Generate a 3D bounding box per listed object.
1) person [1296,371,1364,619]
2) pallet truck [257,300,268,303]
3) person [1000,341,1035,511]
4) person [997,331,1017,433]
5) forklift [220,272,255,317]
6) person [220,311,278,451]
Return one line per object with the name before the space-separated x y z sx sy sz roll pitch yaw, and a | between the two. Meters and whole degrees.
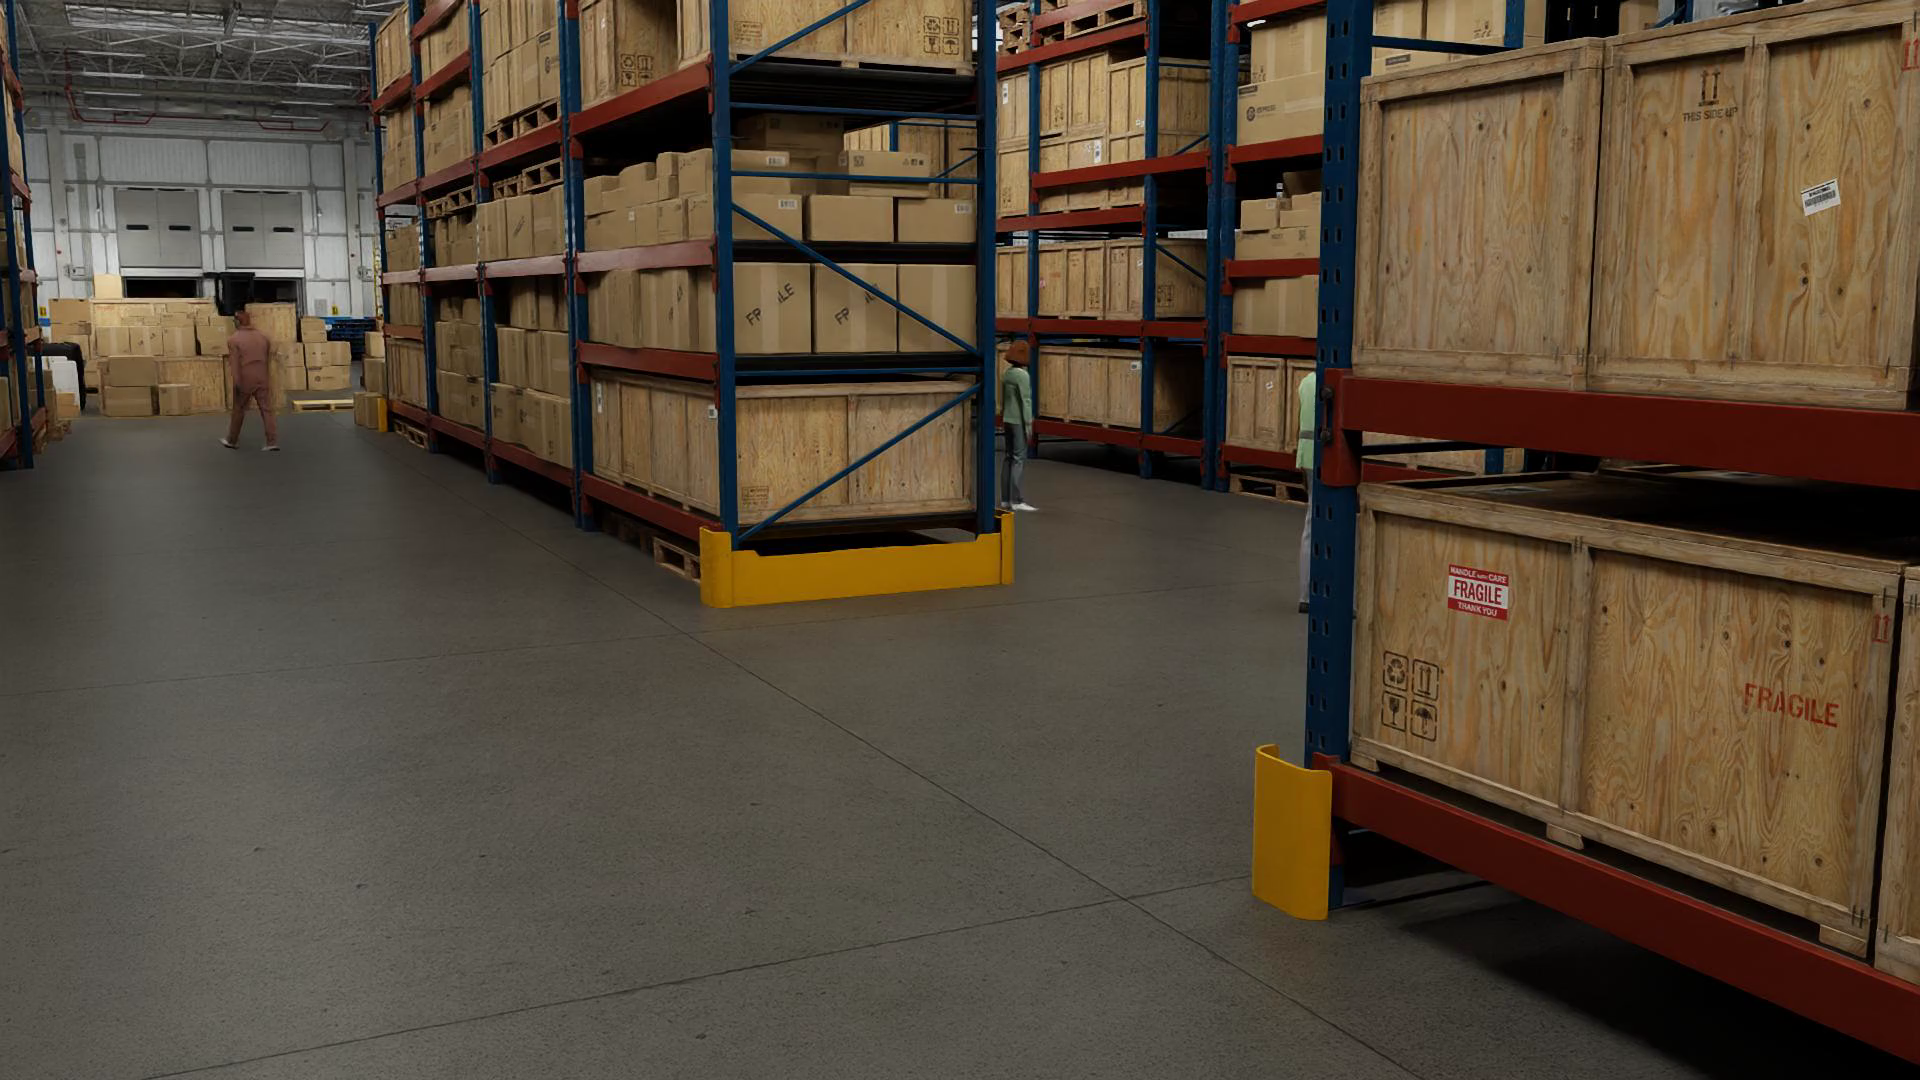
person | 2.341 -0.420 10.531 0.374 1.843 0.573 -4 9 -26
pallet truck | -23.913 -7.404 58.171 1.885 1.965 0.823 -1 8 -9
person | 0.554 -1.083 15.879 0.318 1.624 0.523 -3 9 -22
person | 0.714 -2.341 24.497 0.308 1.636 0.524 -4 9 -26
forklift | -21.600 -6.650 49.942 1.873 2.768 1.129 6 10 36
person | -9.514 -2.116 22.199 0.991 1.859 0.656 6 10 35
